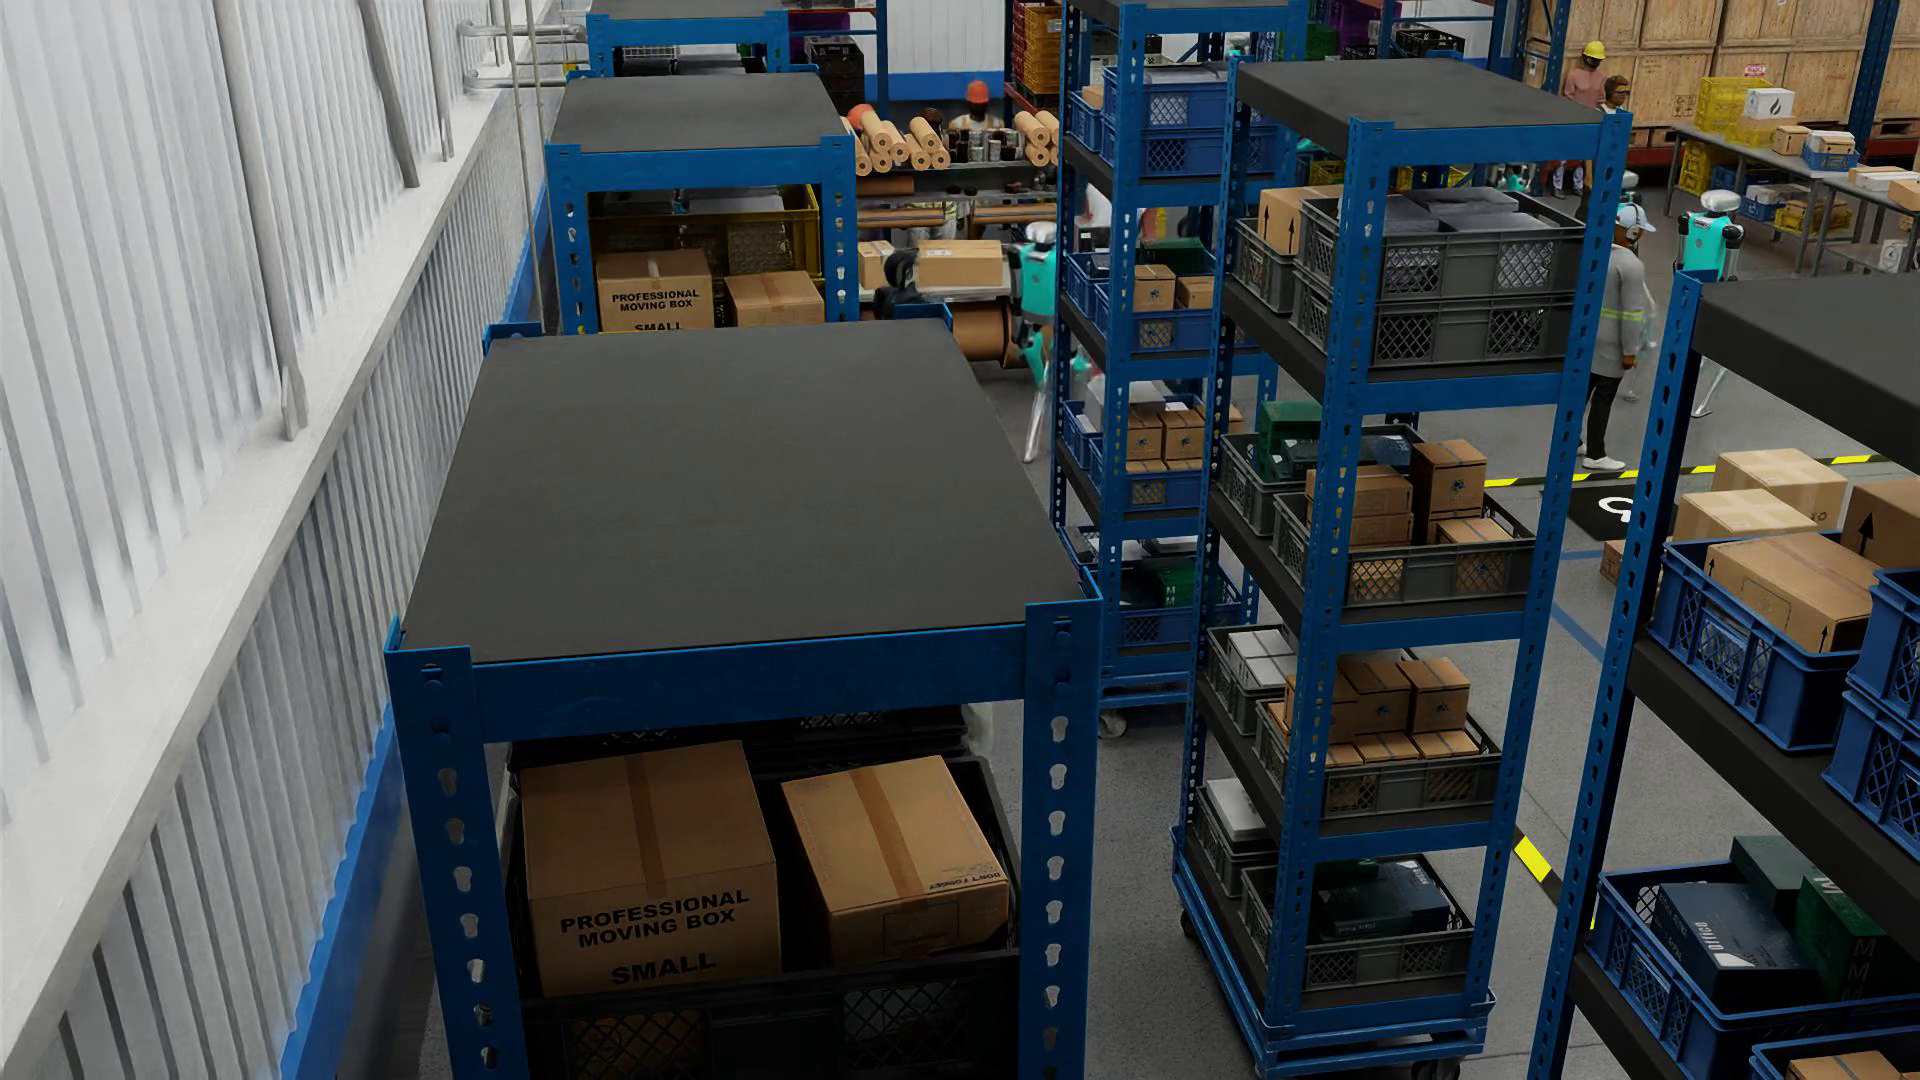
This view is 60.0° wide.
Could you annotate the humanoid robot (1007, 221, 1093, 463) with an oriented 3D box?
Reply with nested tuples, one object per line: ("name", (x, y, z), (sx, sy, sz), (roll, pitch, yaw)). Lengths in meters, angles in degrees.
("humanoid robot", (0.742, -1.459, 11.772), (0.570, 1.760, 1.004), (14, 28, 28))

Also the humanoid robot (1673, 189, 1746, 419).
("humanoid robot", (5.554, -1.735, 12.158), (0.735, 1.672, 0.533), (-11, 27, -23))

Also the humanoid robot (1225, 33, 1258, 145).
("humanoid robot", (3.340, -4.898, 19.223), (0.664, 1.832, 0.553), (9, 26, 20))

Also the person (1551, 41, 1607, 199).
("person", (7.042, -4.747, 18.837), (0.522, 1.761, 0.337), (-6, 25, -12))

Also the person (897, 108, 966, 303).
("person", (-0.252, -2.864, 14.643), (0.626, 1.843, 0.429), (-2, 25, -5))

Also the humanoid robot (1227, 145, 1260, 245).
("humanoid robot", (2.485, -2.527, 14.105), (0.600, 1.651, 0.430), (18, 30, 34))

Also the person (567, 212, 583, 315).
("person", (-2.747, -1.876, 12.481), (0.511, 1.858, 0.332), (-21, 32, -37))

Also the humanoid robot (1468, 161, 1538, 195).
("humanoid robot", (5.265, -3.537, 16.248), (0.541, 1.788, 0.771), (-8, 26, -16))

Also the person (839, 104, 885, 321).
("person", (-0.801, -2.571, 13.767), (0.388, 2.040, 0.613), (-19, 31, -35))

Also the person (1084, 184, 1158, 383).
("person", (1.263, -2.212, 13.205), (0.598, 1.846, 0.983), (14, 28, 28))

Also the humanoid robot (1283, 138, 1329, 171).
("humanoid robot", (3.744, -4.405, 18.185), (1.015, 1.783, 0.530), (-9, 26, -19))

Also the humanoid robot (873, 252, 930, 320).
("humanoid robot", (-0.349, -1.130, 11.113), (0.589, 1.636, 0.752), (18, 30, 34))

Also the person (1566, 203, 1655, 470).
("person", (4.473, -1.394, 11.437), (0.388, 1.850, 0.587), (-7, 26, -14))

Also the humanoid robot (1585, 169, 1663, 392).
("humanoid robot", (5.041, -1.911, 12.539), (0.531, 1.673, 0.737), (-13, 28, -26))

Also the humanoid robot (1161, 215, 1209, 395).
("humanoid robot", (1.640, -1.487, 11.839), (0.365, 1.654, 0.584), (0, 25, -1))

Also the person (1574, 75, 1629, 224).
("person", (6.260, -3.615, 16.288), (0.507, 1.837, 0.334), (-20, 32, -37))

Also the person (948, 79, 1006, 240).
("person", (0.146, -3.459, 15.868), (0.554, 1.896, 0.945), (-4, 25, -10))

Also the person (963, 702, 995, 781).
("person", (0.030, 0.311, 7.750), (0.396, 1.833, 0.573), (-8, 26, -17))
